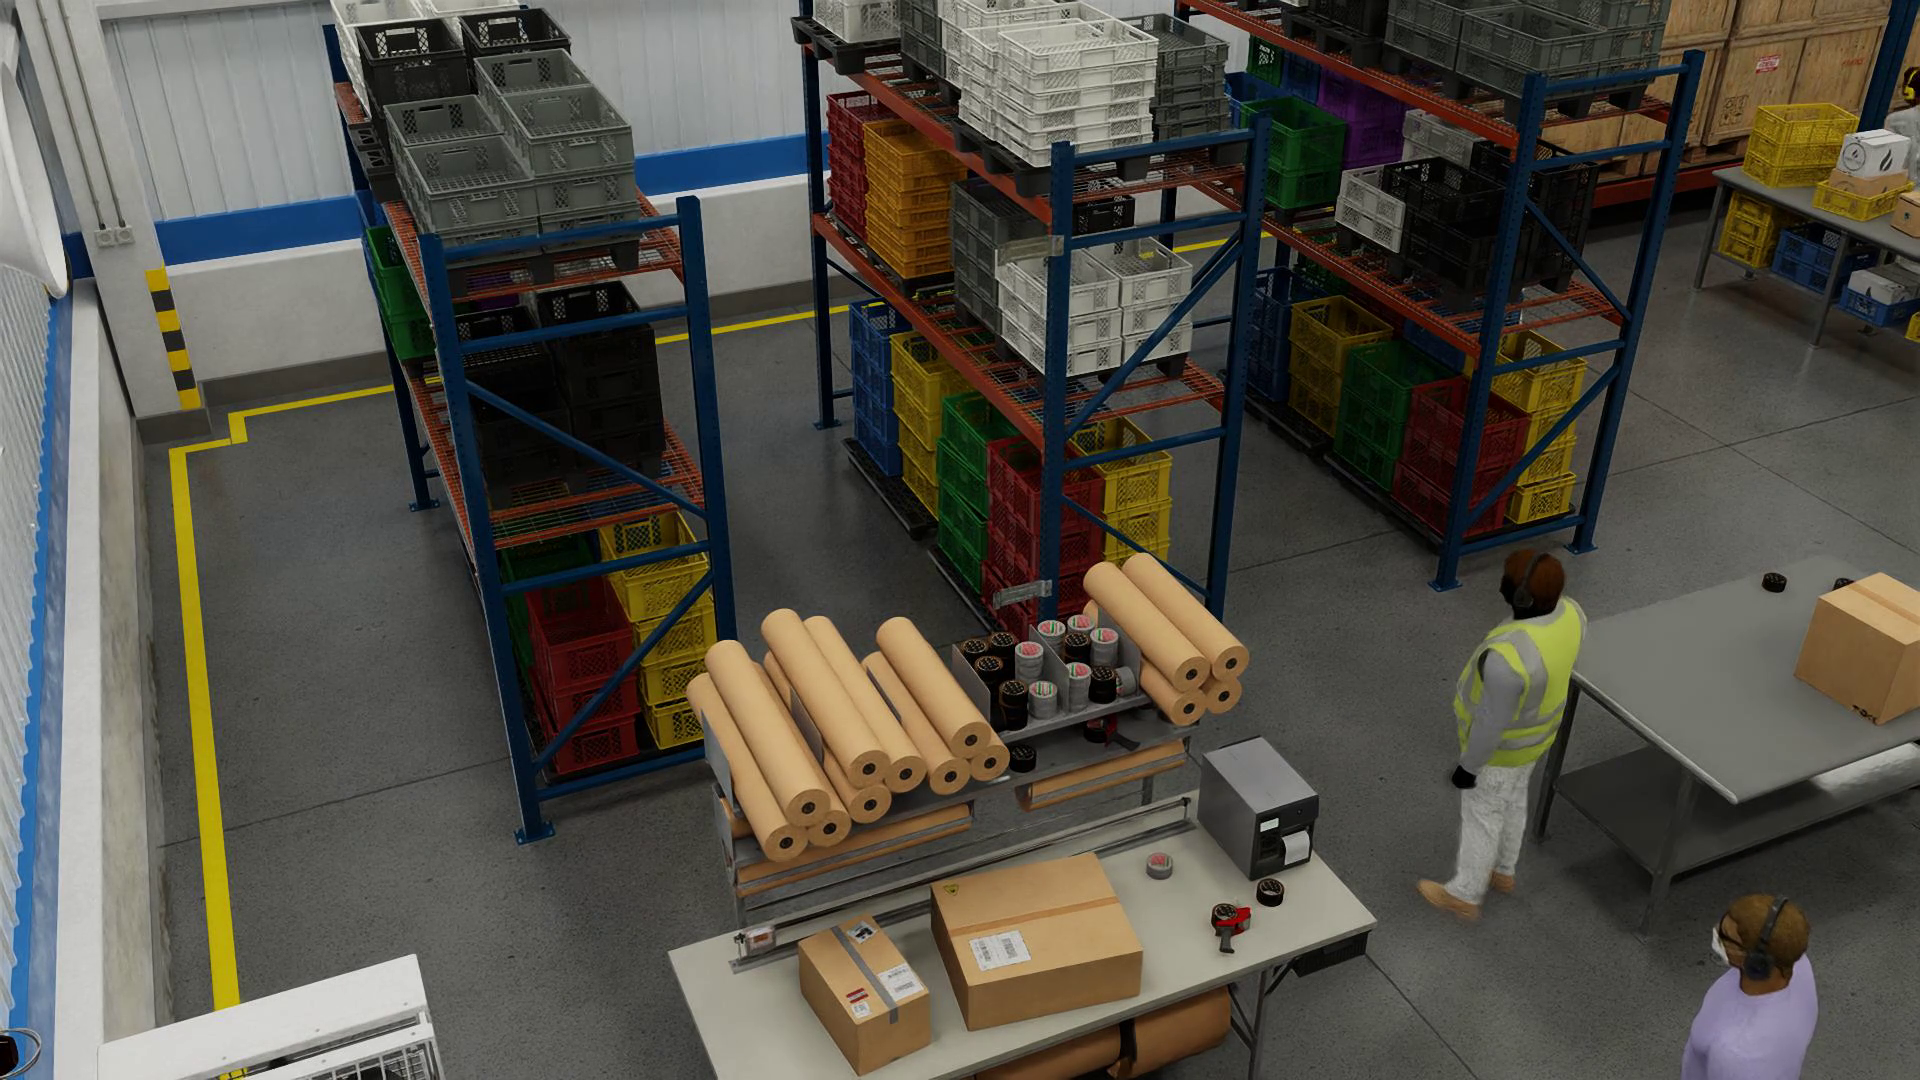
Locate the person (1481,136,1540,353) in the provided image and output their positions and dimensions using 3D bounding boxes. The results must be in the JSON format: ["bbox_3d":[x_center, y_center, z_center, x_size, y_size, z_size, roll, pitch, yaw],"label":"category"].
[{"bbox_3d":[3.770,-1.899,11.501,0.585,1.882,0.337,-22,38,-31],"label":"person"}]

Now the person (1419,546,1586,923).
[{"bbox_3d":[2.314,0.832,7.109,0.429,1.840,0.632,26,40,35],"label":"person"}]

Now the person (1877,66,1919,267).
[{"bbox_3d":[7.271,-2.727,12.902,0.505,1.827,0.867,-6,32,-10],"label":"person"}]

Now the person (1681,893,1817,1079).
[{"bbox_3d":[2.411,1.890,5.313,0.374,1.930,0.624,21,37,30],"label":"person"}]
